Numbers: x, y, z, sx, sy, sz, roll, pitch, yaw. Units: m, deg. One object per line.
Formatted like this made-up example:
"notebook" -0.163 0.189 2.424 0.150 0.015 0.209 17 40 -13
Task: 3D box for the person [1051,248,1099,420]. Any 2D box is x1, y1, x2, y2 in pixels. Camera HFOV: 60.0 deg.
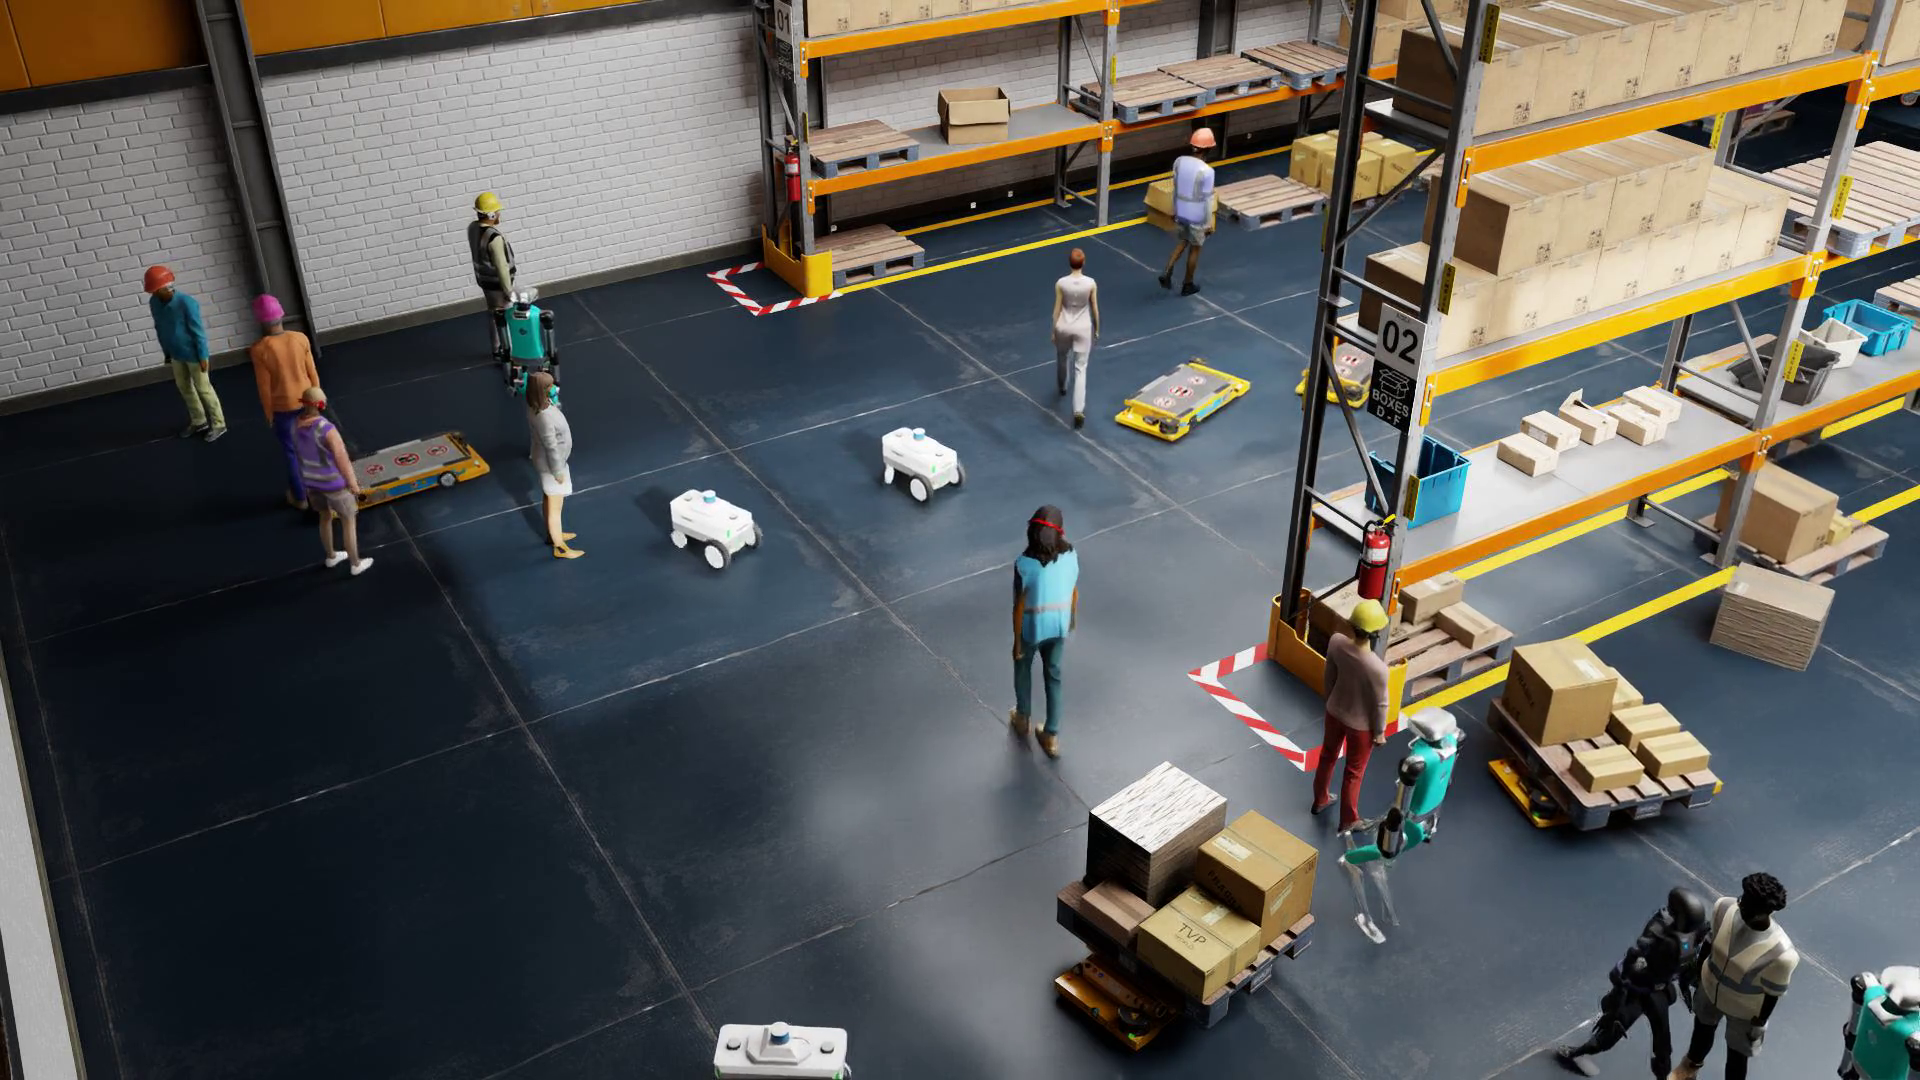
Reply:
"person" 1.111 -1.997 16.007 0.457 1.603 0.909 3 32 4

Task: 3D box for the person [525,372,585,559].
"person" -3.369 -0.636 13.787 0.339 1.659 0.486 -12 34 -18

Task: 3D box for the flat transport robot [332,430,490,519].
"flat transport robot" -5.067 -0.608 15.053 1.431 0.231 0.659 -21 38 -29

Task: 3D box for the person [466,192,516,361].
"person" -4.685 -2.628 16.817 0.403 1.824 0.591 -24 39 -33

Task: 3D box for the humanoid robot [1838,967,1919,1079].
"humanoid robot" 4.705 2.832 8.304 0.783 1.891 0.536 -6 33 -9

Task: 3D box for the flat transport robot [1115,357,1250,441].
"flat transport robot" 2.196 -1.391 16.302 0.659 0.231 1.431 23 39 32

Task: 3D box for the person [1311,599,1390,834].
"person" 2.569 1.143 10.850 0.303 1.770 0.524 -20 37 -29

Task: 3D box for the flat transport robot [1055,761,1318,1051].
"flat transport robot" 1.307 2.488 10.116 1.431 0.231 0.659 -26 41 -35

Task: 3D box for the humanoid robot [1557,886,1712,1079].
"humanoid robot" 3.676 2.414 8.947 0.608 1.620 0.669 -13 34 -20

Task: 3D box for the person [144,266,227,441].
"person" -7.243 -1.744 15.482 0.576 1.732 0.380 13 34 20

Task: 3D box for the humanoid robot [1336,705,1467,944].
"humanoid robot" 2.570 1.681 10.022 0.532 1.791 0.670 -25 40 -34

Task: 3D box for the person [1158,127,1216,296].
"person" 2.519 -3.563 18.208 0.513 1.922 0.570 -26 40 -35

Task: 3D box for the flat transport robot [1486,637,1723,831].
"flat transport robot" 4.468 1.604 11.526 1.431 0.231 0.659 -8 33 -13

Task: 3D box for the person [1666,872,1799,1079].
"person" 4.120 2.426 8.878 0.322 1.688 0.528 -14 35 -22

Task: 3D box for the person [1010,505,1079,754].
"person" 0.588 0.619 11.619 0.536 1.834 0.654 -8 33 -13

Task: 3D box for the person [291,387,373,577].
"person" -5.129 -0.462 13.483 0.514 1.687 0.371 15 35 23

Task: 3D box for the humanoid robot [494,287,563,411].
"humanoid robot" -3.830 -1.536 15.129 0.546 1.783 0.677 1 32 2

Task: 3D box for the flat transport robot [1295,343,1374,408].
"flat transport robot" 3.977 -1.764 16.897 0.659 0.231 1.431 17 36 25

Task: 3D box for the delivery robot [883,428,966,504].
"delivery robot" -0.342 -0.697 14.942 0.511 0.611 0.782 -28 42 -37

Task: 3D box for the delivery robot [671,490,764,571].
"delivery robot" -2.094 -0.141 14.033 0.769 0.587 0.499 21 38 30

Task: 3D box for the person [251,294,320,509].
"person" -5.771 -1.191 14.373 0.532 1.982 0.390 -27 41 -36

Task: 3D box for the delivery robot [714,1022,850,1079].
"delivery robot" -1.015 2.911 9.190 0.792 0.614 0.499 1 32 2
